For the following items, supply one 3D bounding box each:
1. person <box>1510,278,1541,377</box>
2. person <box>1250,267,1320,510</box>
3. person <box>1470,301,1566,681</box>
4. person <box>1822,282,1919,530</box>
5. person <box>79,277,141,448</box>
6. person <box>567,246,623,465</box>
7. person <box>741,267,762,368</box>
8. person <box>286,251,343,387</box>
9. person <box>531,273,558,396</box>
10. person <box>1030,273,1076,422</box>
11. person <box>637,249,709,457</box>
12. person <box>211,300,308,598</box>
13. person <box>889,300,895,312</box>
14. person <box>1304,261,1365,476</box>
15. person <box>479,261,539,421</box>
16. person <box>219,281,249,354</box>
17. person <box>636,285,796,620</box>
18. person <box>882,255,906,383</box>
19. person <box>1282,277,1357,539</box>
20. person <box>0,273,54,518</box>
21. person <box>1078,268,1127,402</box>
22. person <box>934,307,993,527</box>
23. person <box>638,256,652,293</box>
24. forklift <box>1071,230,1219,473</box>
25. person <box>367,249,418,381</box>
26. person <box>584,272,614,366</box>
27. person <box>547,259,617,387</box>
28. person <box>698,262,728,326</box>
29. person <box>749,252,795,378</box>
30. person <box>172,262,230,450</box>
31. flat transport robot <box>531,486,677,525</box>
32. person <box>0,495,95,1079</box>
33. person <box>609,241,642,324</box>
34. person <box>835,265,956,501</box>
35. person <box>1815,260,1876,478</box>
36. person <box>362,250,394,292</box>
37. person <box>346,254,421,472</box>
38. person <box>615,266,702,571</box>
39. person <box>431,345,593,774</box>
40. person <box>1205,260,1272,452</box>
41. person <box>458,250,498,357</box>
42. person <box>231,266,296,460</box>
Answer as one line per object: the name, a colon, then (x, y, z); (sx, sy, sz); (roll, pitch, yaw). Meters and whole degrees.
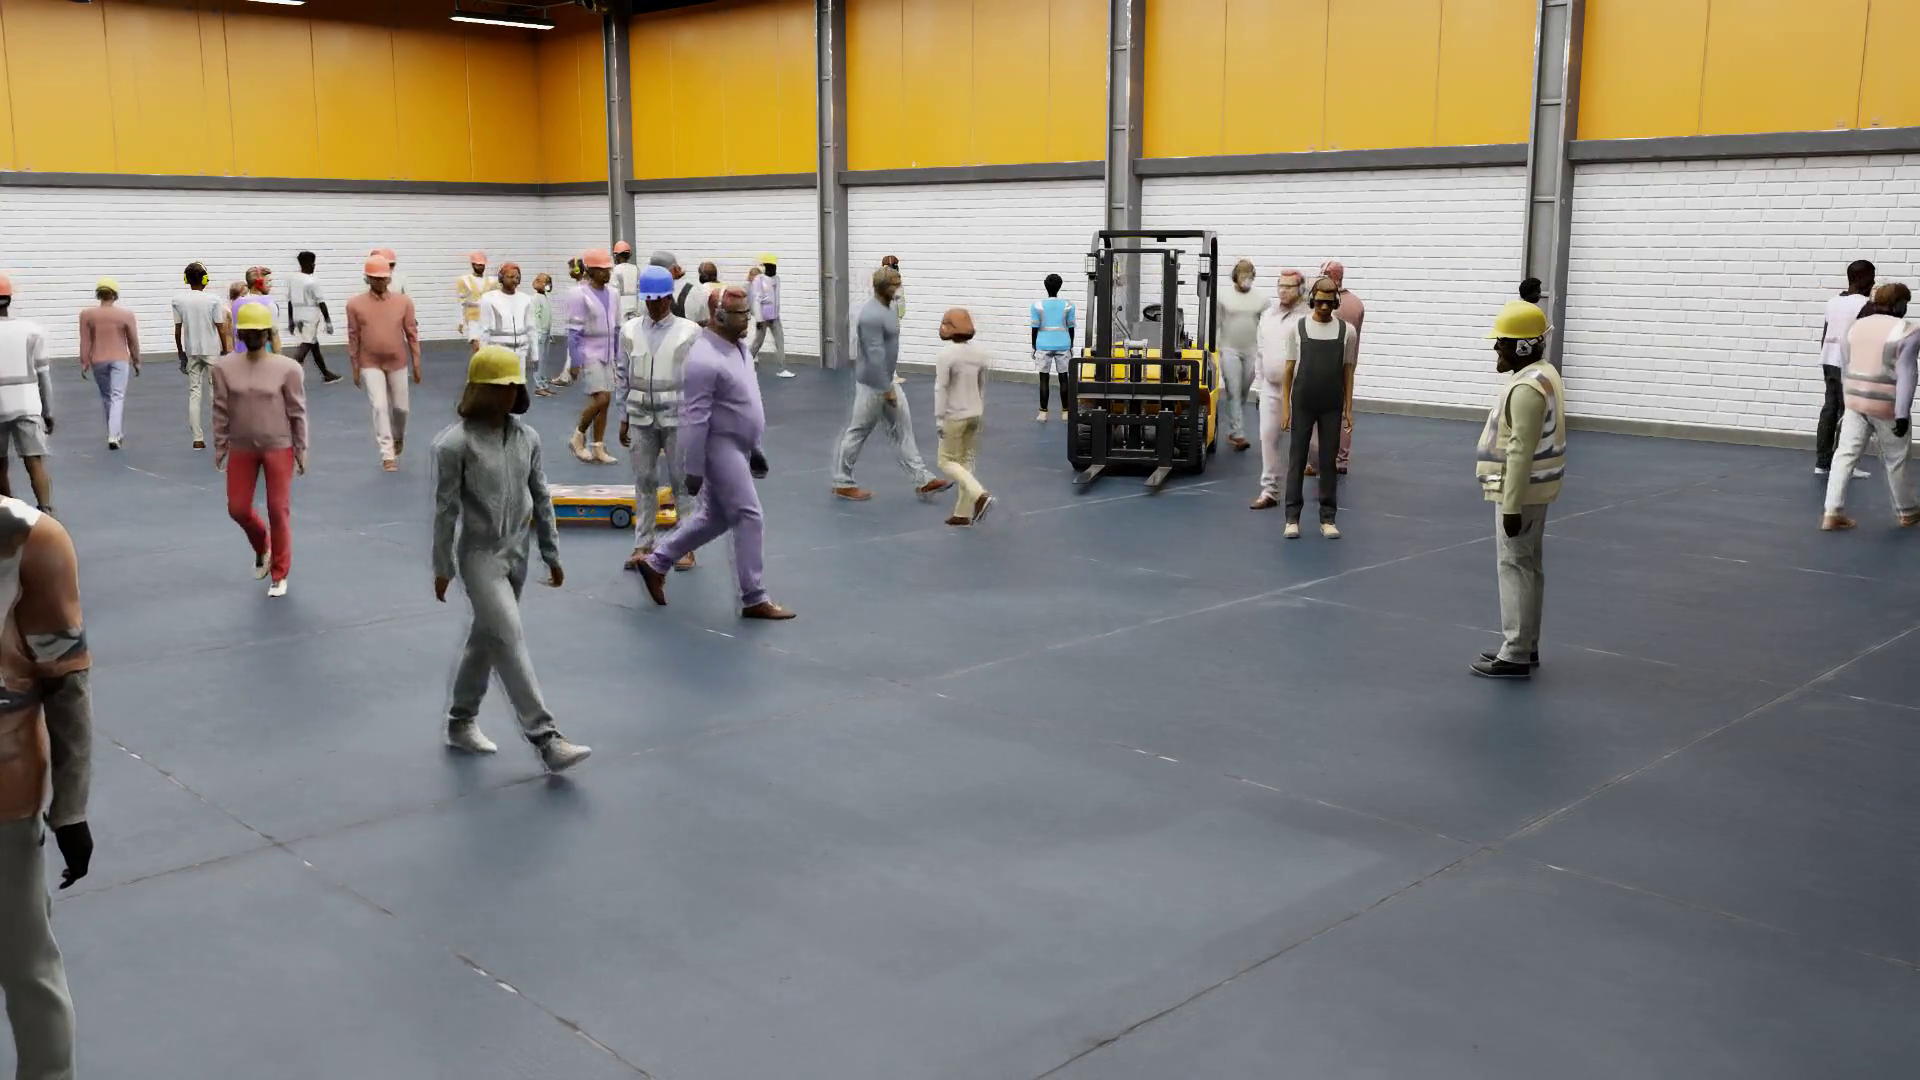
person: (5.952, -1.919, 17.568); (0.320, 1.694, 0.532); (4, 11, 19)
person: (2.612, -1.187, 13.041); (0.657, 1.889, 0.708); (10, 14, 43)
person: (2.692, -0.235, 8.030); (0.403, 1.825, 0.597); (5, 12, 26)
person: (6.684, -0.960, 12.057); (0.947, 1.789, 0.652); (-5, 11, -23)
person: (-8.592, -1.794, 16.824); (0.527, 1.707, 0.947); (-3, 11, -14)
person: (-3.327, -1.690, 15.390); (0.443, 2.025, 0.617); (5, 12, 26)
person: (-3.244, -3.556, 26.666); (0.531, 1.610, 0.585); (-8, 13, -39)
person: (-9.179, -3.112, 23.475); (0.625, 1.912, 1.024); (6, 12, 29)
person: (-5.564, -2.743, 22.211); (0.279, 1.633, 0.497); (1, 10, 5)
person: (1.059, -2.187, 19.006); (0.536, 1.696, 0.322); (-1, 10, -4)
person: (-2.778, -1.810, 16.013); (0.693, 2.000, 0.581); (-4, 11, -22)
person: (-4.148, -0.546, 9.893); (0.545, 1.753, 0.442); (-2, 11, -8)
person: (-1.060, -2.914, 23.156); (0.372, 1.621, 0.531); (-2, 11, -12)
person: (3.266, -1.513, 14.764); (0.643, 1.908, 0.411); (-7, 13, -35)
person: (-4.508, -1.853, 16.712); (0.617, 1.865, 0.494); (-9, 14, -40)
person: (-8.054, -2.104, 18.788); (0.641, 1.615, 0.521); (3, 11, 17)
person: (-1.391, -0.489, 9.295); (0.901, 1.868, 0.622); (1, 10, 7)
person: (-1.006, -3.195, 24.111); (0.429, 1.844, 0.625); (-3, 11, -18)
person: (2.522, -0.921, 11.715); (0.505, 1.840, 0.346); (1, 10, 3)
person: (-6.527, -0.903, 11.451); (0.551, 1.908, 0.940); (-9, 13, -39)
person: (1.657, -2.353, 19.643); (0.887, 1.787, 0.626); (5, 11, 24)
person: (0.050, -0.870, 12.047); (0.498, 1.621, 0.506); (10, 15, 44)
person: (-3.518, -2.393, 19.621); (0.663, 1.894, 0.428); (-8, 13, -38)
forklift: (1.804, -1.825, 15.677); (1.214, 2.155, 2.313); (2, 11, 13)
person: (-8.162, -3.200, 23.910); (1.069, 1.927, 0.606); (10, 14, 43)
person: (-5.650, -3.413, 25.916); (0.539, 1.612, 0.668); (-1, 10, -6)
person: (-5.283, -3.040, 23.376); (1.031, 1.807, 0.483); (-1, 10, -4)
person: (-3.091, -2.482, 20.330); (0.946, 1.794, 0.657); (8, 13, 38)
person: (-2.934, -3.402, 25.126); (0.961, 1.889, 0.597); (8, 13, 36)
person: (-7.534, -1.822, 16.575); (0.510, 1.862, 0.328); (-1, 10, -5)
flat transport robot: (-2.764, -0.271, 12.452); (1.431, 0.197, 0.652); (1, 10, 5)
person: (-2.139, 0.546, 3.508); (0.589, 1.915, 0.396); (-1, 10, -4)
person: (-5.098, -3.502, 25.233); (0.374, 2.042, 0.615); (8, 13, 37)
person: (-0.558, -1.230, 13.264); (1.028, 1.879, 0.656); (3, 11, 15)
person: (7.855, -1.515, 14.752); (0.399, 1.916, 0.590); (-1, 10, -6)
person: (-9.703, -3.896, 27.817); (0.342, 1.882, 0.587); (10, 14, 42)
person: (-5.280, -1.631, 15.276); (0.626, 1.963, 0.780); (-4, 11, -20)
person: (-1.907, -0.770, 10.612); (0.604, 1.942, 0.397); (2, 11, 9)
person: (-1.794, 0.078, 6.629); (0.911, 1.690, 0.506); (6, 12, 30)
person: (2.818, -1.828, 16.547); (0.710, 1.876, 1.001); (-2, 11, -11)
person: (-6.656, -3.059, 23.148); (0.581, 1.917, 0.608); (-7, 12, -32)
person: (-6.599, -1.643, 15.646); (0.565, 1.841, 0.387); (5, 12, 27)
